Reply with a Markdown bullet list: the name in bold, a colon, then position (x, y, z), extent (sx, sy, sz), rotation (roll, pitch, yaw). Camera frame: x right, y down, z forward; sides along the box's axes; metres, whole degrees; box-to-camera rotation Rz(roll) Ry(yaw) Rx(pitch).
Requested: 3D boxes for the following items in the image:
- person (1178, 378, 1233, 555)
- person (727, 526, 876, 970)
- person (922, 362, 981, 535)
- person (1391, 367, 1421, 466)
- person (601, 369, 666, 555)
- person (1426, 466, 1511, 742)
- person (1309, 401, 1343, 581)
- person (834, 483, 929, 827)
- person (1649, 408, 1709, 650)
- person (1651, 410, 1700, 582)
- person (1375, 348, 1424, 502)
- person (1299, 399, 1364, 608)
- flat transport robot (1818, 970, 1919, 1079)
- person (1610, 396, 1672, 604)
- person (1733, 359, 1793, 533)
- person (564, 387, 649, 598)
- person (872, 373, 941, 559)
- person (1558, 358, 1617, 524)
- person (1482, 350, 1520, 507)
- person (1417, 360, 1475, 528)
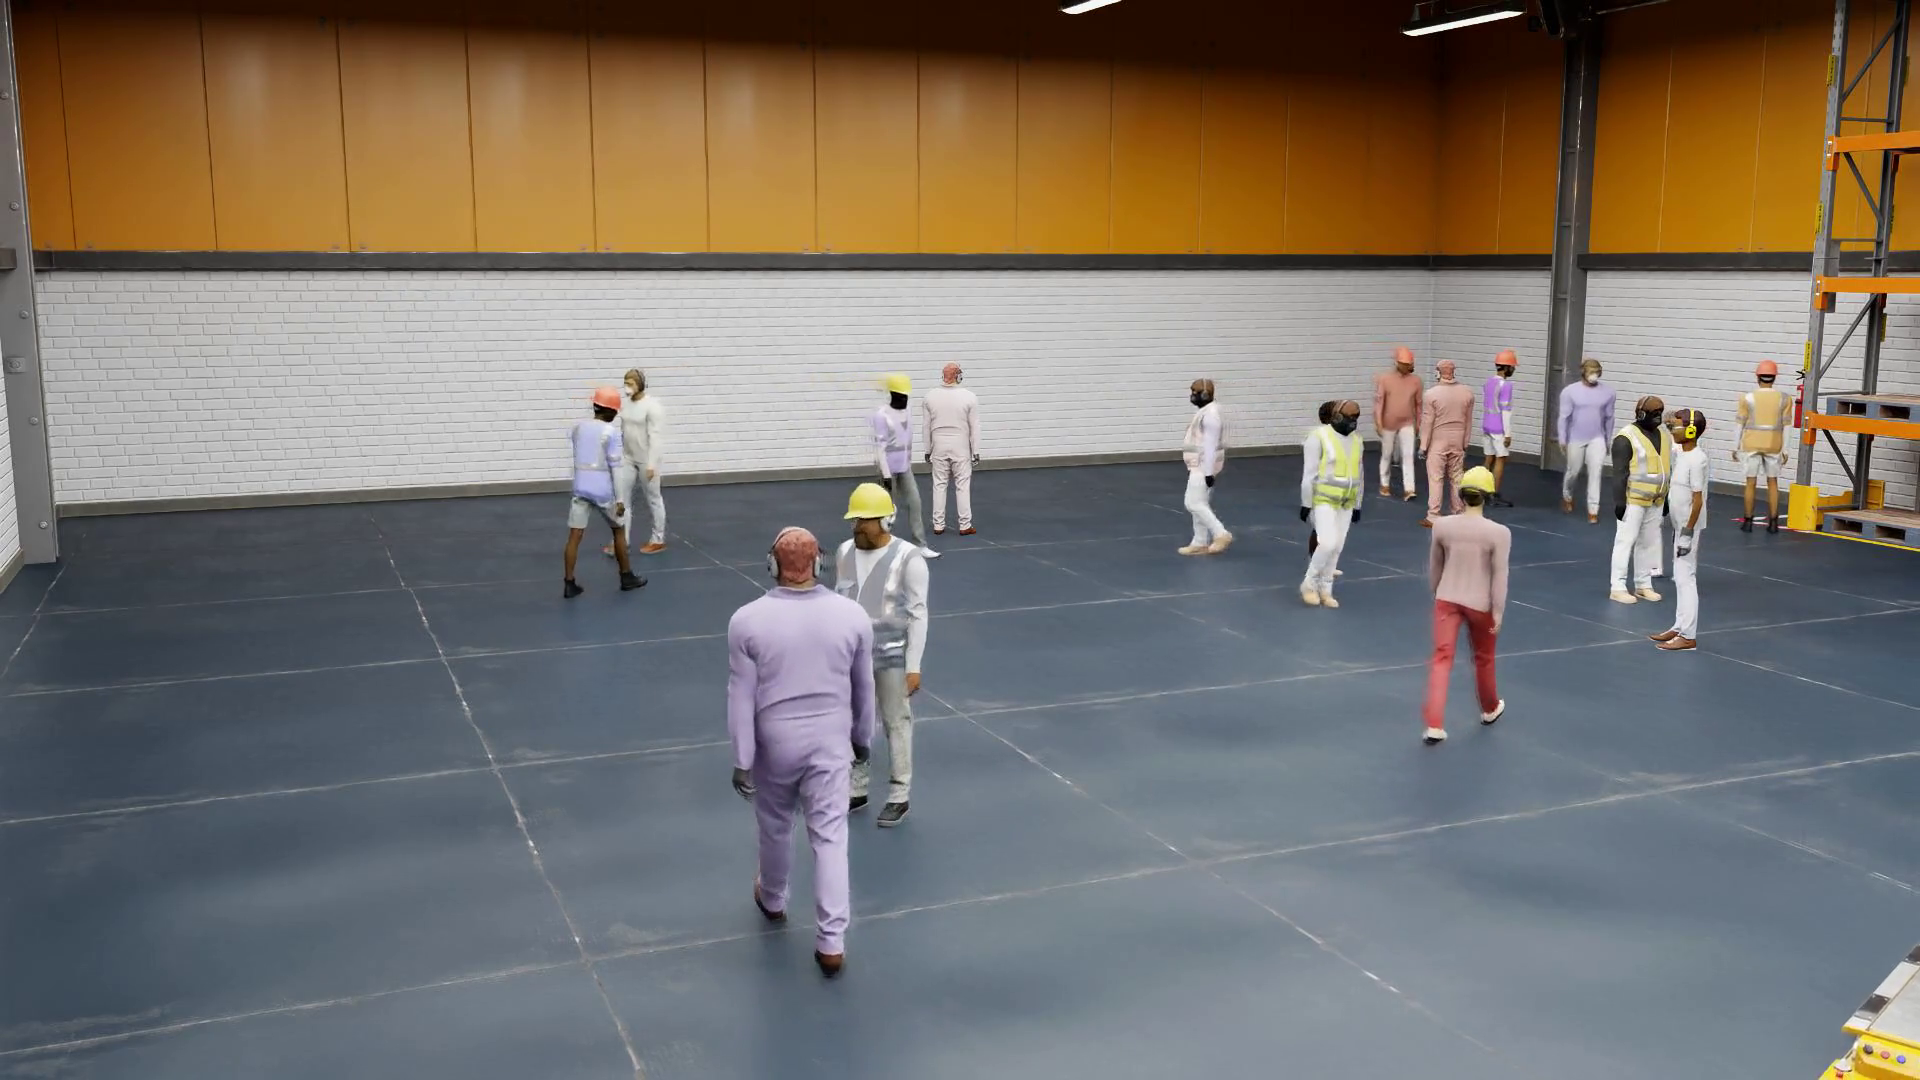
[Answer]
- **person**: position (2.479, -0.734, 16.936), extent (0.440, 1.827, 0.634), rotation (1, 9, 5)
- **person**: position (-0.682, 0.862, 7.196), extent (0.667, 1.853, 1.014), rotation (-3, 10, -17)
- **person**: position (-0.083, -1.001, 18.314), extent (0.651, 1.906, 0.403), rotation (2, 10, 14)
- **person**: position (6.564, -1.899, 24.580), extent (0.499, 1.633, 0.285), rotation (0, 9, 3)
- **person**: position (-3.336, -0.769, 16.881), extent (0.662, 1.910, 0.832), rotation (7, 12, 38)
- **person**: position (3.199, 0.389, 10.471), extent (0.532, 1.713, 0.950), rotation (6, 11, 34)
- **person**: position (3.470, -0.465, 15.701), extent (0.318, 1.696, 0.533), rotation (6, 11, 31)
- **person**: position (-0.444, 0.605, 8.825), extent (0.613, 1.827, 0.411), rotation (6, 11, 32)
- **person**: position (5.576, -0.079, 12.833), extent (0.328, 1.873, 0.518), rotation (3, 10, 16)
- **person**: position (6.651, -0.401, 15.550), extent (0.579, 1.613, 0.587), rotation (-4, 10, -20)
- **person**: position (5.566, -1.473, 21.110), extent (0.632, 1.930, 1.083), rotation (1, 9, 6)
- **person**: position (3.234, -0.309, 14.380), extent (0.647, 1.818, 0.441), rotation (-6, 11, -31)
- **flat transport robot**: position (3.732, 1.827, 6.123), extent (0.652, 0.197, 1.431), rotation (9, 13, 42)
- **person**: position (5.999, -0.353, 14.629), extent (0.619, 1.836, 0.431), rotation (-5, 10, -26)
- **person**: position (8.889, -1.032, 18.446), extent (0.556, 1.932, 0.375), rotation (3, 10, 18)
- **person**: position (-3.227, -0.431, 14.983), extent (0.572, 1.874, 0.823), rotation (4, 10, 23)
- **person**: position (-0.552, -0.707, 16.575), extent (0.857, 1.887, 0.602), rotation (8, 12, 39)
- **person**: position (7.297, -1.183, 19.455), extent (0.638, 1.909, 0.938), rotation (1, 9, 9)
- **person**: position (6.639, -1.363, 20.455), extent (0.396, 1.929, 0.554), rotation (-2, 10, -10)
- **person**: position (5.472, -1.083, 18.832), extent (0.639, 1.902, 0.407), rotation (-3, 10, -16)
